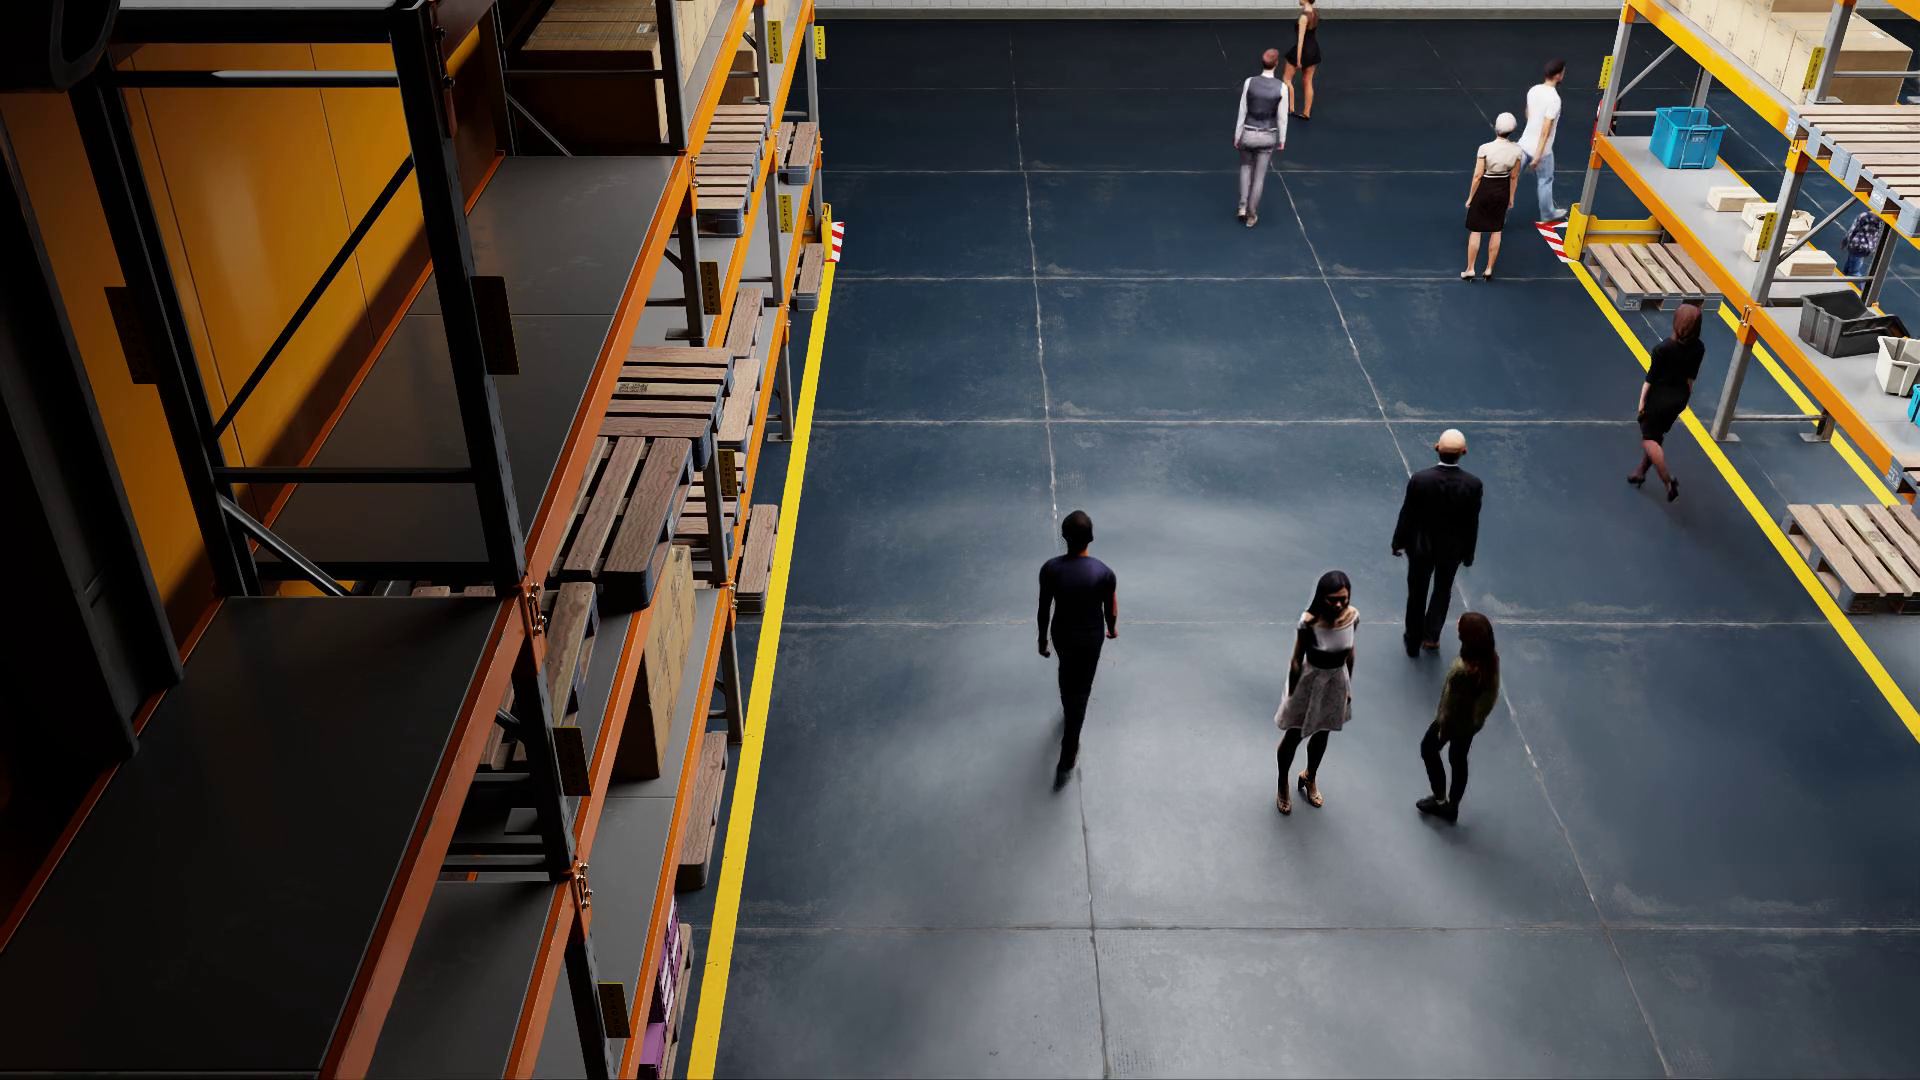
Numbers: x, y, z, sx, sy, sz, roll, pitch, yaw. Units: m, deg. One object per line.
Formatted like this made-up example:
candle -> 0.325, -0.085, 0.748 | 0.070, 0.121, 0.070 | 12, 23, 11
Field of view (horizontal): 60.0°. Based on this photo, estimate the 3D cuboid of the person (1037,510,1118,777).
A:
person -> 0.720, 0.678, 10.527 | 0.865, 1.756, 1.209 | 9, 35, 14

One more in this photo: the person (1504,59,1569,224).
person -> 6.069, -4.183, 17.791 | 1.032, 1.811, 1.224 | -12, 36, -18

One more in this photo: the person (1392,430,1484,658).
person -> 3.256, 0.089, 11.378 | 0.762, 1.796, 0.707 | 7, 34, 10

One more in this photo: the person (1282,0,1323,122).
person -> 4.365, -6.034, 20.708 | 0.806, 1.665, 0.746 | 28, 43, 35

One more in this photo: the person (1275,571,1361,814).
person -> 2.182, 0.930, 10.133 | 0.713, 1.773, 0.715 | -8, 34, -12

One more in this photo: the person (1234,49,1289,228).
person -> 3.182, -4.284, 17.835 | 0.772, 1.932, 0.737 | 12, 35, 17

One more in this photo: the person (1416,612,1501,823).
person -> 3.105, 1.130, 10.117 | 0.691, 1.458, 0.718 | -24, 41, -32

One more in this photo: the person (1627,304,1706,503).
person -> 5.630, -1.039, 13.172 | 0.696, 1.689, 0.965 | -6, 34, -9

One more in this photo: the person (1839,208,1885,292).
person -> 8.915, -2.898, 16.380 | 0.703, 1.233, 0.895 | -15, 36, -21

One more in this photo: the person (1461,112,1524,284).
person -> 5.331, -3.428, 16.707 | 0.635, 1.755, 0.505 | 0, 34, 0
